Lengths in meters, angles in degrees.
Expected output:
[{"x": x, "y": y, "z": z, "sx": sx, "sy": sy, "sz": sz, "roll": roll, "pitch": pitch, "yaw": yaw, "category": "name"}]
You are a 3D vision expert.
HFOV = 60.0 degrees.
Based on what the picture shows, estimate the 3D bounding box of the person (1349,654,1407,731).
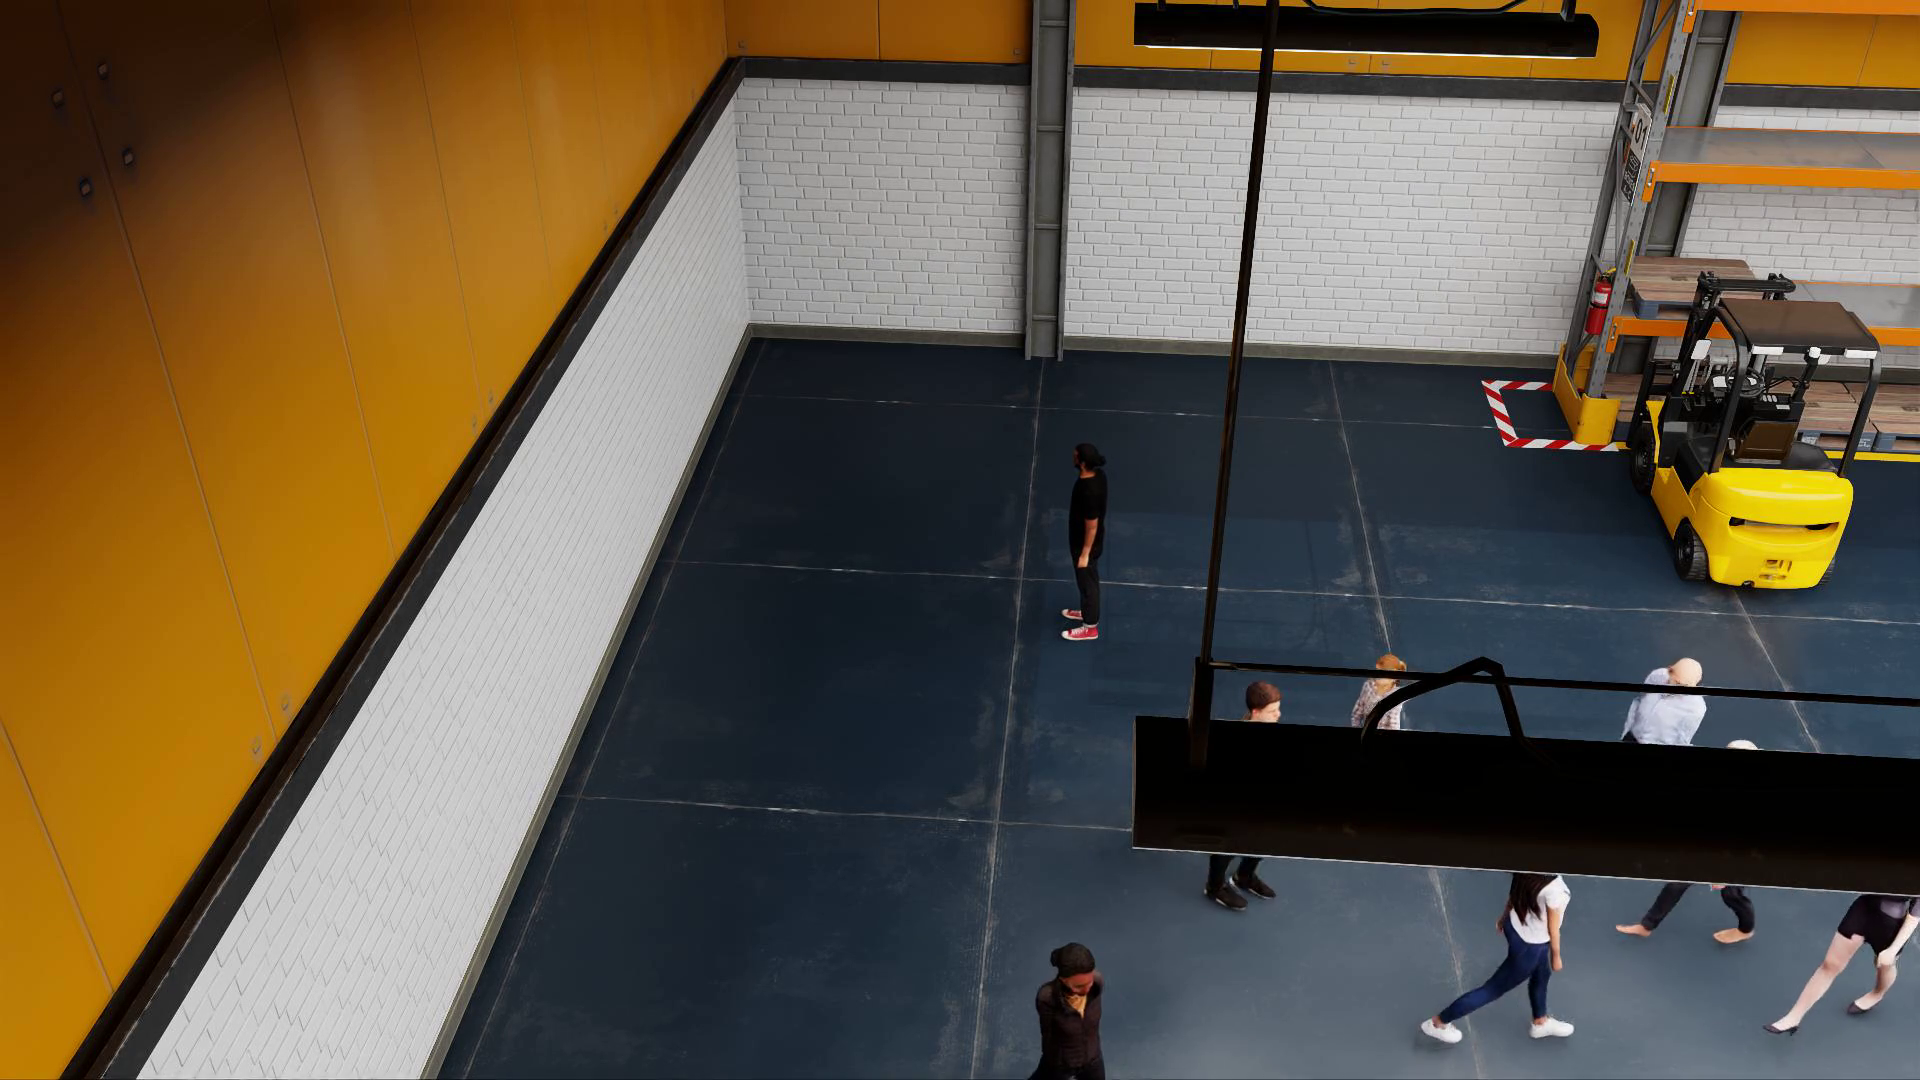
[{"x": 2.944, "y": 1.301, "z": 11.539, "sx": 0.639, "sy": 1.300, "sz": 0.611, "roll": -13, "pitch": 36, "yaw": -19, "category": "person"}]

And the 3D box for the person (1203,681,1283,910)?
[{"x": 1.749, "y": 1.602, "z": 10.601, "sx": 0.837, "sy": 1.838, "sz": 0.816, "roll": 19, "pitch": 38, "yaw": 26, "category": "person"}]

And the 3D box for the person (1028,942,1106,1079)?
[{"x": 0.660, "y": 2.859, "z": 8.880, "sx": 0.994, "sy": 1.649, "sz": 0.999, "roll": 27, "pitch": 42, "yaw": 34, "category": "person"}]

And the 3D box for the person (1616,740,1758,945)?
[{"x": 4.796, "y": 1.907, "z": 10.294, "sx": 1.167, "sy": 1.668, "sz": 0.784, "roll": -2, "pitch": 34, "yaw": -3, "category": "person"}]

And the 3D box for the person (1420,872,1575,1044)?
[{"x": 3.154, "y": 2.342, "z": 9.587, "sx": 1.140, "sy": 1.728, "sz": 0.575, "roll": 1, "pitch": 34, "yaw": 2, "category": "person"}]

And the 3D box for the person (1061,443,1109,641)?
[{"x": 1.005, "y": -0.004, "z": 13.091, "sx": 0.526, "sy": 1.756, "sz": 0.611, "roll": 3, "pitch": 34, "yaw": 5, "category": "person"}]

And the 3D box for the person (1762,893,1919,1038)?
[{"x": 5.438, "y": 2.229, "z": 9.708, "sx": 1.240, "sy": 1.783, "sz": 0.955, "roll": -12, "pitch": 35, "yaw": -18, "category": "person"}]

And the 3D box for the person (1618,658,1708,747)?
[{"x": 4.598, "y": 1.413, "z": 10.957, "sx": 0.863, "sy": 1.760, "sz": 0.827, "roll": -11, "pitch": 35, "yaw": -16, "category": "person"}]
